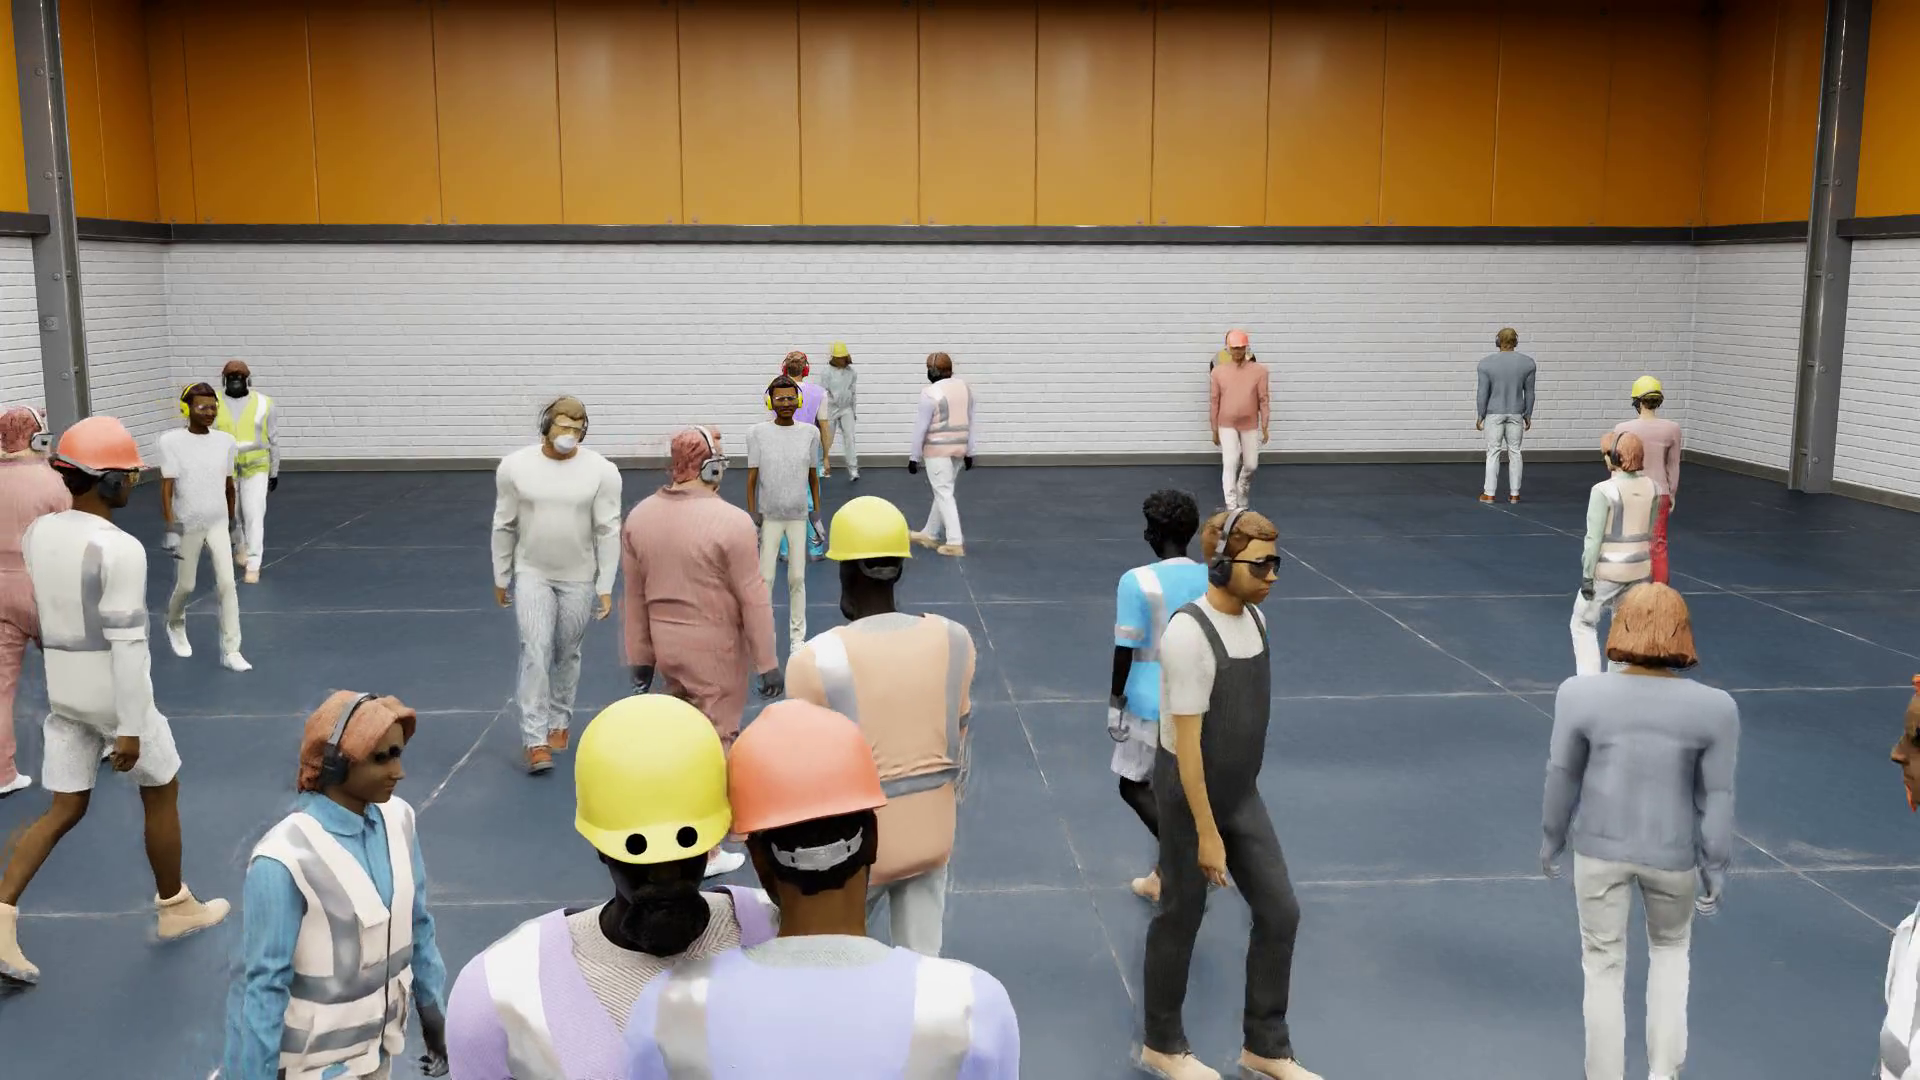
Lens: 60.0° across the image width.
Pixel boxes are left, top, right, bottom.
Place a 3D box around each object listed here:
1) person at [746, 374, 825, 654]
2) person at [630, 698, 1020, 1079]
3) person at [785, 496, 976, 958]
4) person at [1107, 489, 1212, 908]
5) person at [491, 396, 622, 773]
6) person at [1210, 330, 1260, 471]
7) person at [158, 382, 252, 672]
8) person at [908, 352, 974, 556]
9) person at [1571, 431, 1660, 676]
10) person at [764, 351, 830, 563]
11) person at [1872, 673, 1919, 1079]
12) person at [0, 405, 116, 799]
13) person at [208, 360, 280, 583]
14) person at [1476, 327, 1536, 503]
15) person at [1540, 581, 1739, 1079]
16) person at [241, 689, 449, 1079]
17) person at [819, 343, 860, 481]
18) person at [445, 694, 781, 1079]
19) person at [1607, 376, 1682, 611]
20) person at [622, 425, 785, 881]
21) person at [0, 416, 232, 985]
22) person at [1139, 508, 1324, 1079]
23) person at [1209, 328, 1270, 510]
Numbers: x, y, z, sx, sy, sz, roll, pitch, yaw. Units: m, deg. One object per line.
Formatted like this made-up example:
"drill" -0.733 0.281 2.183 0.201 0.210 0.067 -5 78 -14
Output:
"person" -1.128 -0.132 10.719 0.518 1.874 0.330 -3 10 -19
"person" -0.177 1.179 2.376 0.597 1.904 0.460 1 9 7
"person" -0.257 0.819 4.641 0.594 1.899 0.725 -5 10 -26
"person" 0.853 0.653 6.395 0.568 1.671 0.570 -5 10 -28
"person" -2.042 0.215 8.464 0.660 1.892 0.819 -2 9 -12
"person" 3.526 -1.790 21.328 0.630 1.842 0.643 7 11 36
"person" -4.890 -0.101 10.655 0.520 1.839 0.886 -8 12 -43
"person" -0.217 -0.773 14.939 0.709 1.820 0.652 8 12 40
"person" 3.695 0.200 9.380 0.535 1.637 0.359 -4 10 -24
"person" -1.412 -0.711 14.428 0.563 1.848 0.389 0 9 1
"person" 1.677 1.112 2.972 0.946 1.837 0.591 5 10 28
"person" -4.542 0.270 8.201 0.665 1.860 0.951 0 9 3
"person" -5.936 -0.583 13.718 0.632 1.823 0.779 -3 10 -18
"person" 5.957 -1.359 18.211 0.632 1.940 0.372 1 9 4
"person" 1.972 0.923 4.887 0.508 1.622 0.397 3 9 16
"person" -1.270 1.124 3.597 0.620 1.611 0.529 2 9 12
"person" -1.485 -1.565 20.301 0.523 1.692 0.919 -5 10 -27
"person" -0.429 1.157 2.445 0.591 1.925 0.385 -4 10 -25
"person" 5.023 -0.324 12.257 0.533 1.765 0.330 -1 9 -7
"person" -1.039 0.472 6.867 0.646 1.892 0.442 7 11 37
"person" -3.140 0.565 5.941 0.611 2.013 0.964 4 10 25
"person" 0.829 0.816 4.950 0.719 1.818 0.513 9 13 44
"person" 2.859 -1.195 17.081 0.616 1.968 0.675 1 9 4
